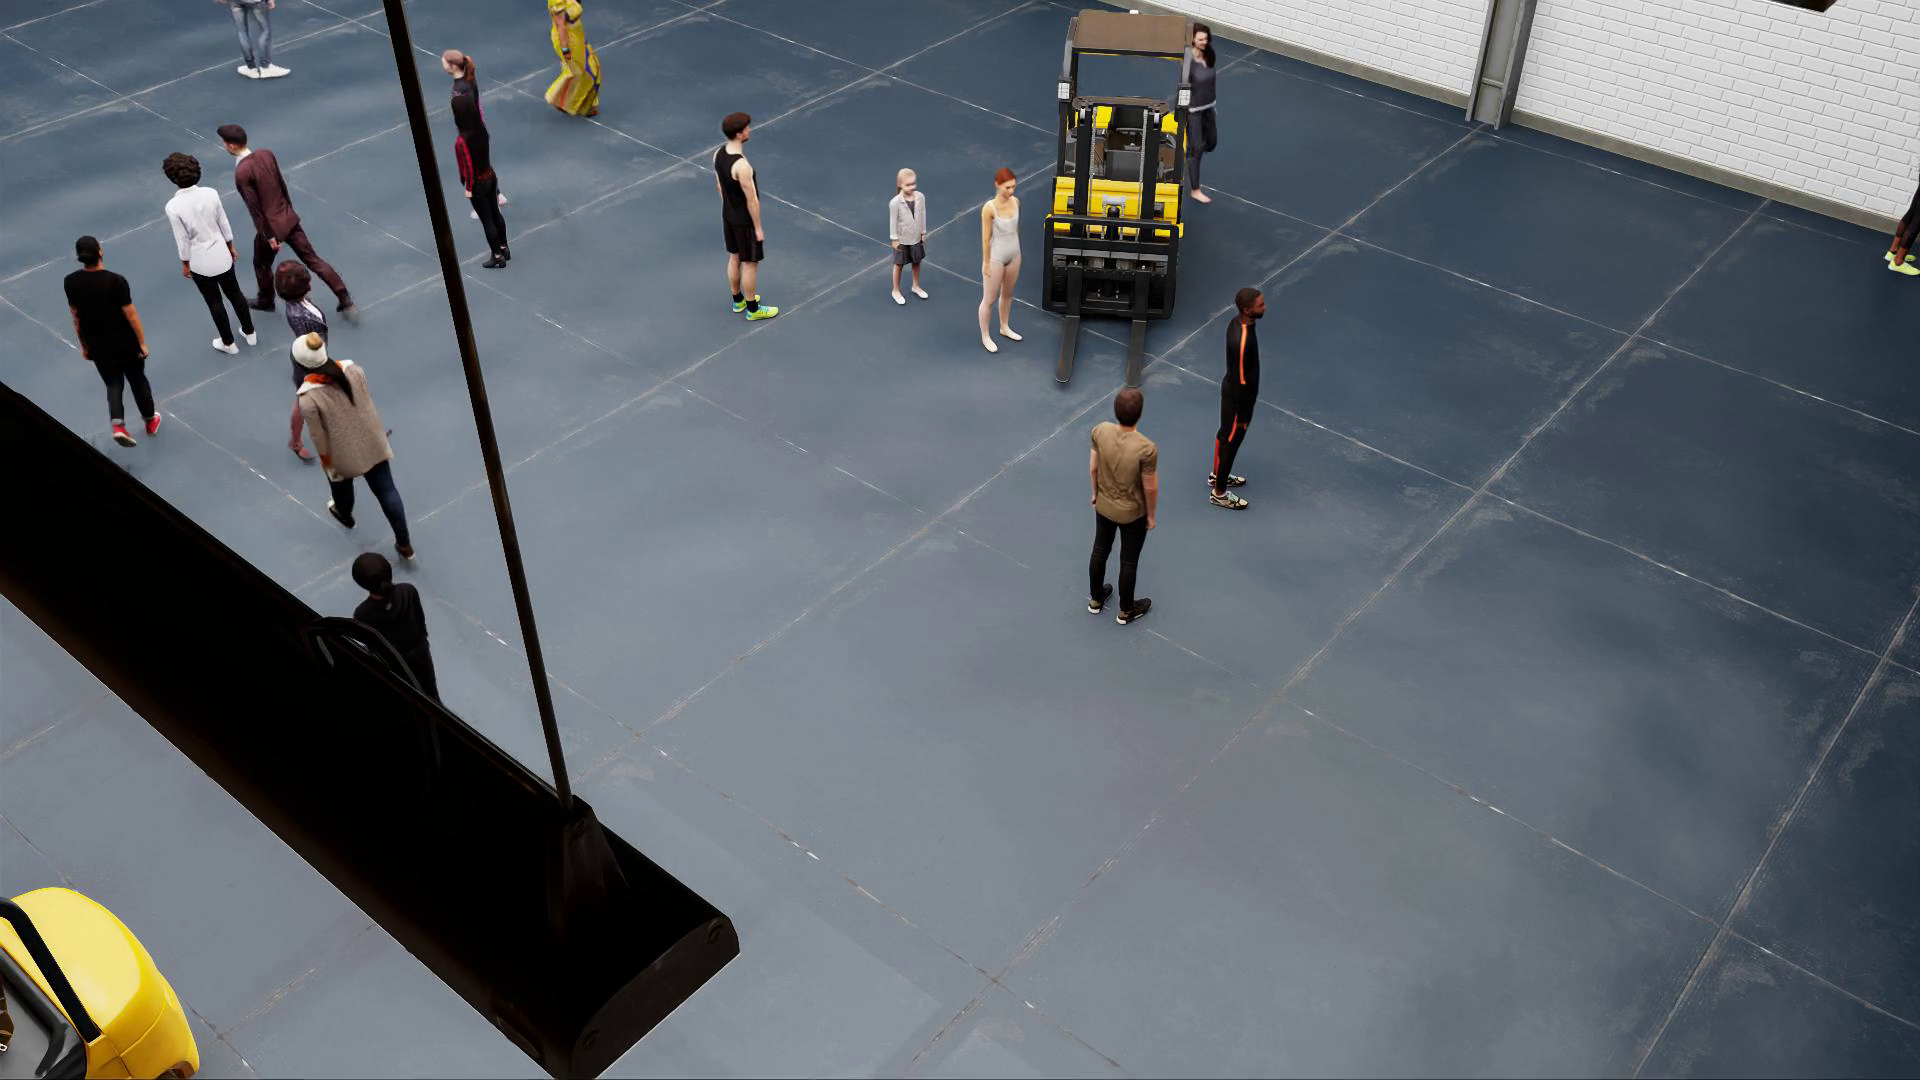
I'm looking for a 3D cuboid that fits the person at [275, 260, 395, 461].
[{"bbox_3d":[-5.064,-1.329,12.792,1.119,1.644,1.096,-4,39,-5],"label":"person"}]

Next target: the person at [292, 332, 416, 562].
[{"bbox_3d":[-4.255,-0.634,11.763,0.789,1.842,1.233,-30,47,-32],"label":"person"}]

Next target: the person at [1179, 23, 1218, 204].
[{"bbox_3d":[2.286,-4.231,16.337,0.897,1.754,0.674,29,47,31],"label":"person"}]

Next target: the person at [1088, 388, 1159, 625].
[{"bbox_3d":[1.086,-0.231,11.251,0.517,1.850,0.729,24,44,27],"label":"person"}]

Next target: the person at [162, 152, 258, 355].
[{"bbox_3d":[-6.337,-2.413,14.016,0.533,1.809,0.627,28,46,30],"label":"person"}]

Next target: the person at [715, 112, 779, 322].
[{"bbox_3d":[-1.898,-2.805,14.443,0.792,1.890,0.572,-26,46,-29],"label":"person"}]

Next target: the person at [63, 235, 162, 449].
[{"bbox_3d":[-6.594,-1.479,12.909,0.958,1.731,1.038,-2,39,-3],"label":"person"}]

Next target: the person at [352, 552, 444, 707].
[{"bbox_3d":[-3.354,0.777,10.157,0.768,1.640,1.151,-24,44,-27],"label":"person"}]

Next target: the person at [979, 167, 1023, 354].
[{"bbox_3d":[0.343,-2.404,14.137,0.571,1.644,0.517,-28,47,-31],"label":"person"}]

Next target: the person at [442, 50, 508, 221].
[{"bbox_3d":[-4.588,-3.844,15.862,0.762,1.741,0.721,5,39,7],"label":"person"}]

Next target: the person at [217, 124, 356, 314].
[{"bbox_3d":[-5.813,-2.681,14.365,1.429,1.793,1.071,12,40,14],"label":"person"}]

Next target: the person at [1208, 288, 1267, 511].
[{"bbox_3d":[2.054,-1.074,12.340,0.723,1.809,0.708,3,39,4],"label":"person"}]

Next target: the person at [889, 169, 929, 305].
[{"bbox_3d":[-0.470,-2.725,14.836,0.578,1.274,0.613,-18,42,-21],"label":"person"}]

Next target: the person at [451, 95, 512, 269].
[{"bbox_3d":[-4.374,-3.278,15.223,0.667,1.655,0.664,7,39,9],"label":"person"}]

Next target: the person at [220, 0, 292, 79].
[{"bbox_3d":[-8.016,-6.048,18.560,0.748,1.818,0.900,-4,39,-5],"label":"person"}]

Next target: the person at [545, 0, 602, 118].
[{"bbox_3d":[-4.244,-5.289,17.745,1.041,1.650,0.971,0,39,1],"label":"person"}]
